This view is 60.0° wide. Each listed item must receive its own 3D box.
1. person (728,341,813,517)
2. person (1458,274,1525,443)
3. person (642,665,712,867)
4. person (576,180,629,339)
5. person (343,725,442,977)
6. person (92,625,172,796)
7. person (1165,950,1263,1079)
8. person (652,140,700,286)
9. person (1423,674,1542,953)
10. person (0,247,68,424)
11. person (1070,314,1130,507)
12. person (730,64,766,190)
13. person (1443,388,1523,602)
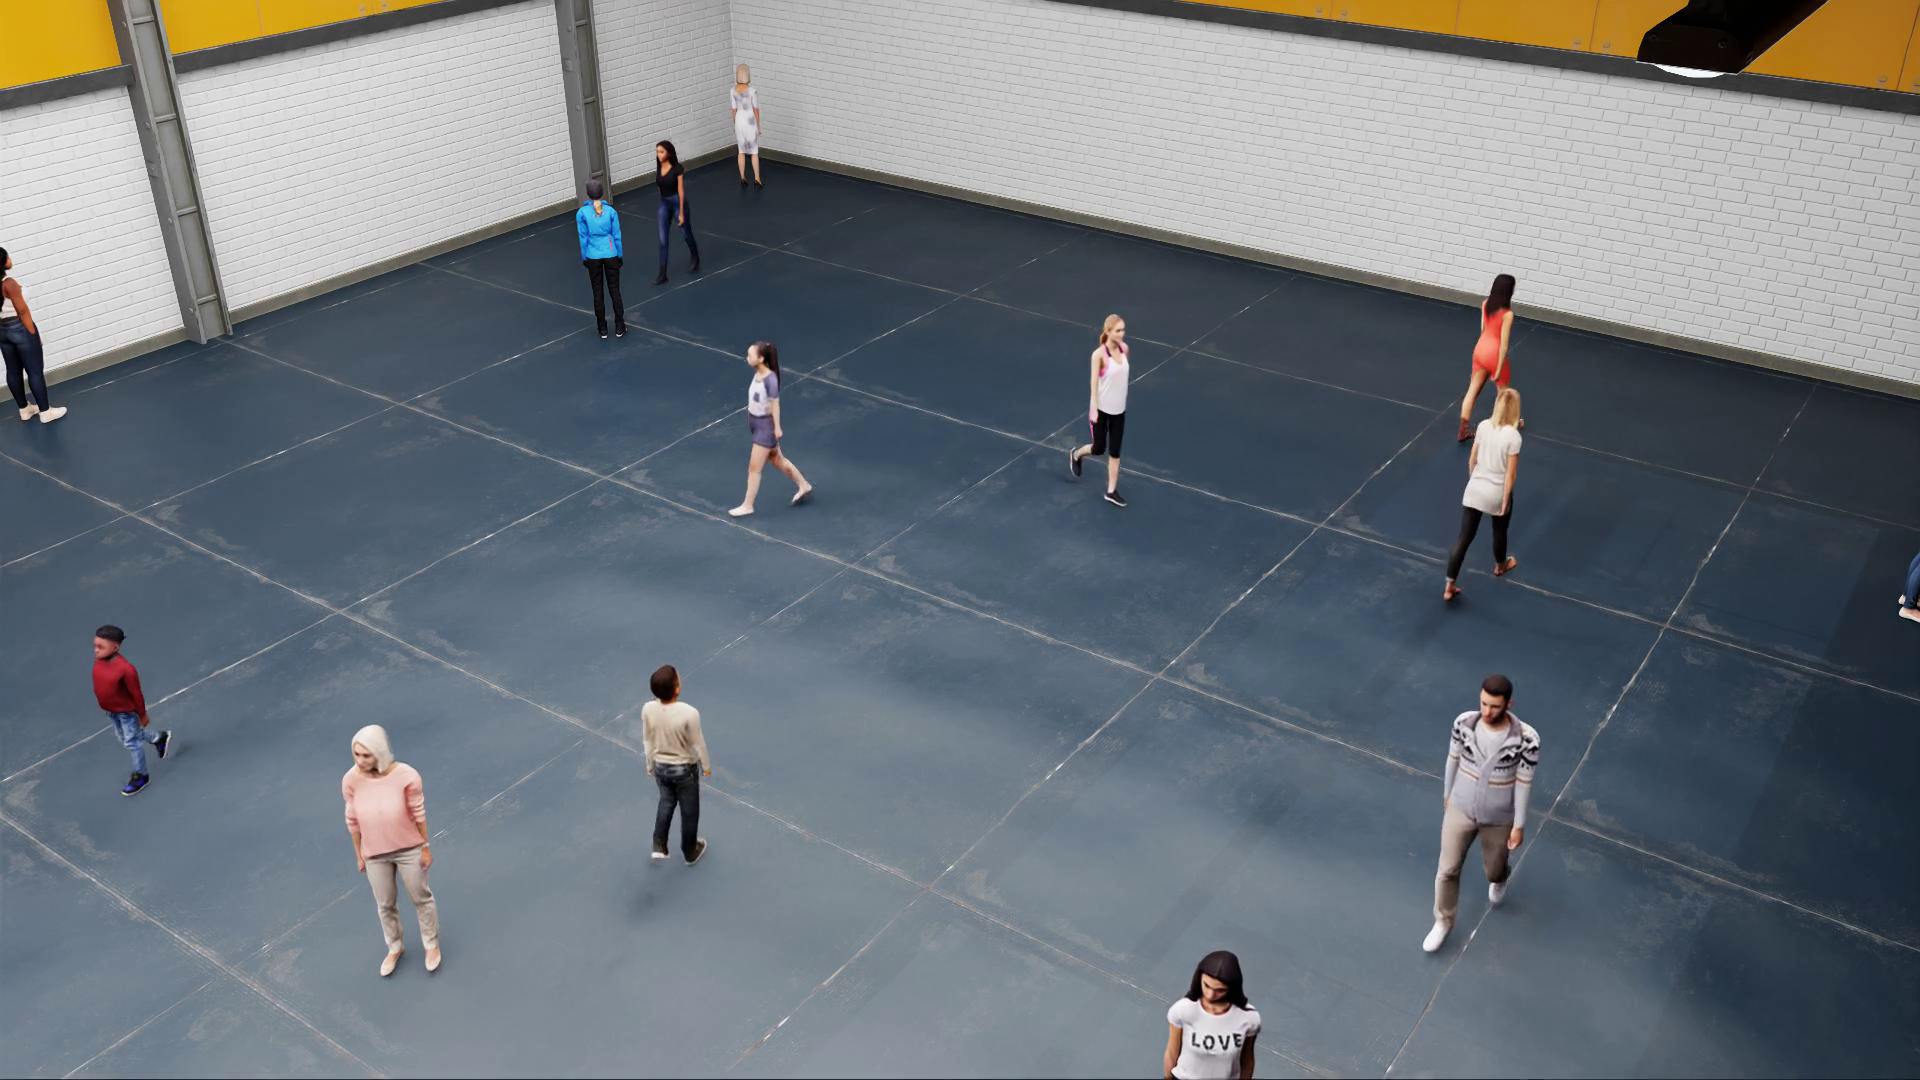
[{"bbox_3d":[-1.640,-0.998,14.817,1.130,1.612,0.974,-10,30,-18],"label":"person"},{"bbox_3d":[5.054,-1.724,16.065,1.051,1.690,0.834,-17,33,-28],"label":"person"},{"bbox_3d":[-1.818,1.473,10.454,0.651,1.452,0.726,8,30,15],"label":"person"},{"bbox_3d":[-3.984,-3.133,18.539,0.682,1.795,0.736,-4,29,-7],"label":"person"},{"bbox_3d":[-3.274,1.774,9.619,0.676,1.724,0.723,-3,29,-6],"label":"person"},{"bbox_3d":[-5.665,1.099,11.357,0.541,1.243,0.743,14,32,24],"label":"person"},{"bbox_3d":[1.165,2.645,7.968,0.669,1.775,0.687,1,29,2],"label":"person"},{"bbox_3d":[-3.425,-4.009,20.254,0.773,1.691,1.228,11,31,20],"label":"person"},{"bbox_3d":[3.141,1.568,9.883,0.720,1.831,1.053,17,33,28],"label":"person"},{"bbox_3d":[-9.395,-2.043,16.529,0.701,1.807,0.689,10,30,17],"label":"person"},{"bbox_3d":[1.276,-1.203,15.024,1.003,1.774,0.889,-19,34,-31],"label":"person"},{"bbox_3d":[-3.028,-5.873,23.607,0.628,1.751,0.612,8,30,15],"label":"person"},{"bbox_3d":[4.199,-0.315,13.398,0.745,1.772,1.219,24,37,37],"label":"person"}]
